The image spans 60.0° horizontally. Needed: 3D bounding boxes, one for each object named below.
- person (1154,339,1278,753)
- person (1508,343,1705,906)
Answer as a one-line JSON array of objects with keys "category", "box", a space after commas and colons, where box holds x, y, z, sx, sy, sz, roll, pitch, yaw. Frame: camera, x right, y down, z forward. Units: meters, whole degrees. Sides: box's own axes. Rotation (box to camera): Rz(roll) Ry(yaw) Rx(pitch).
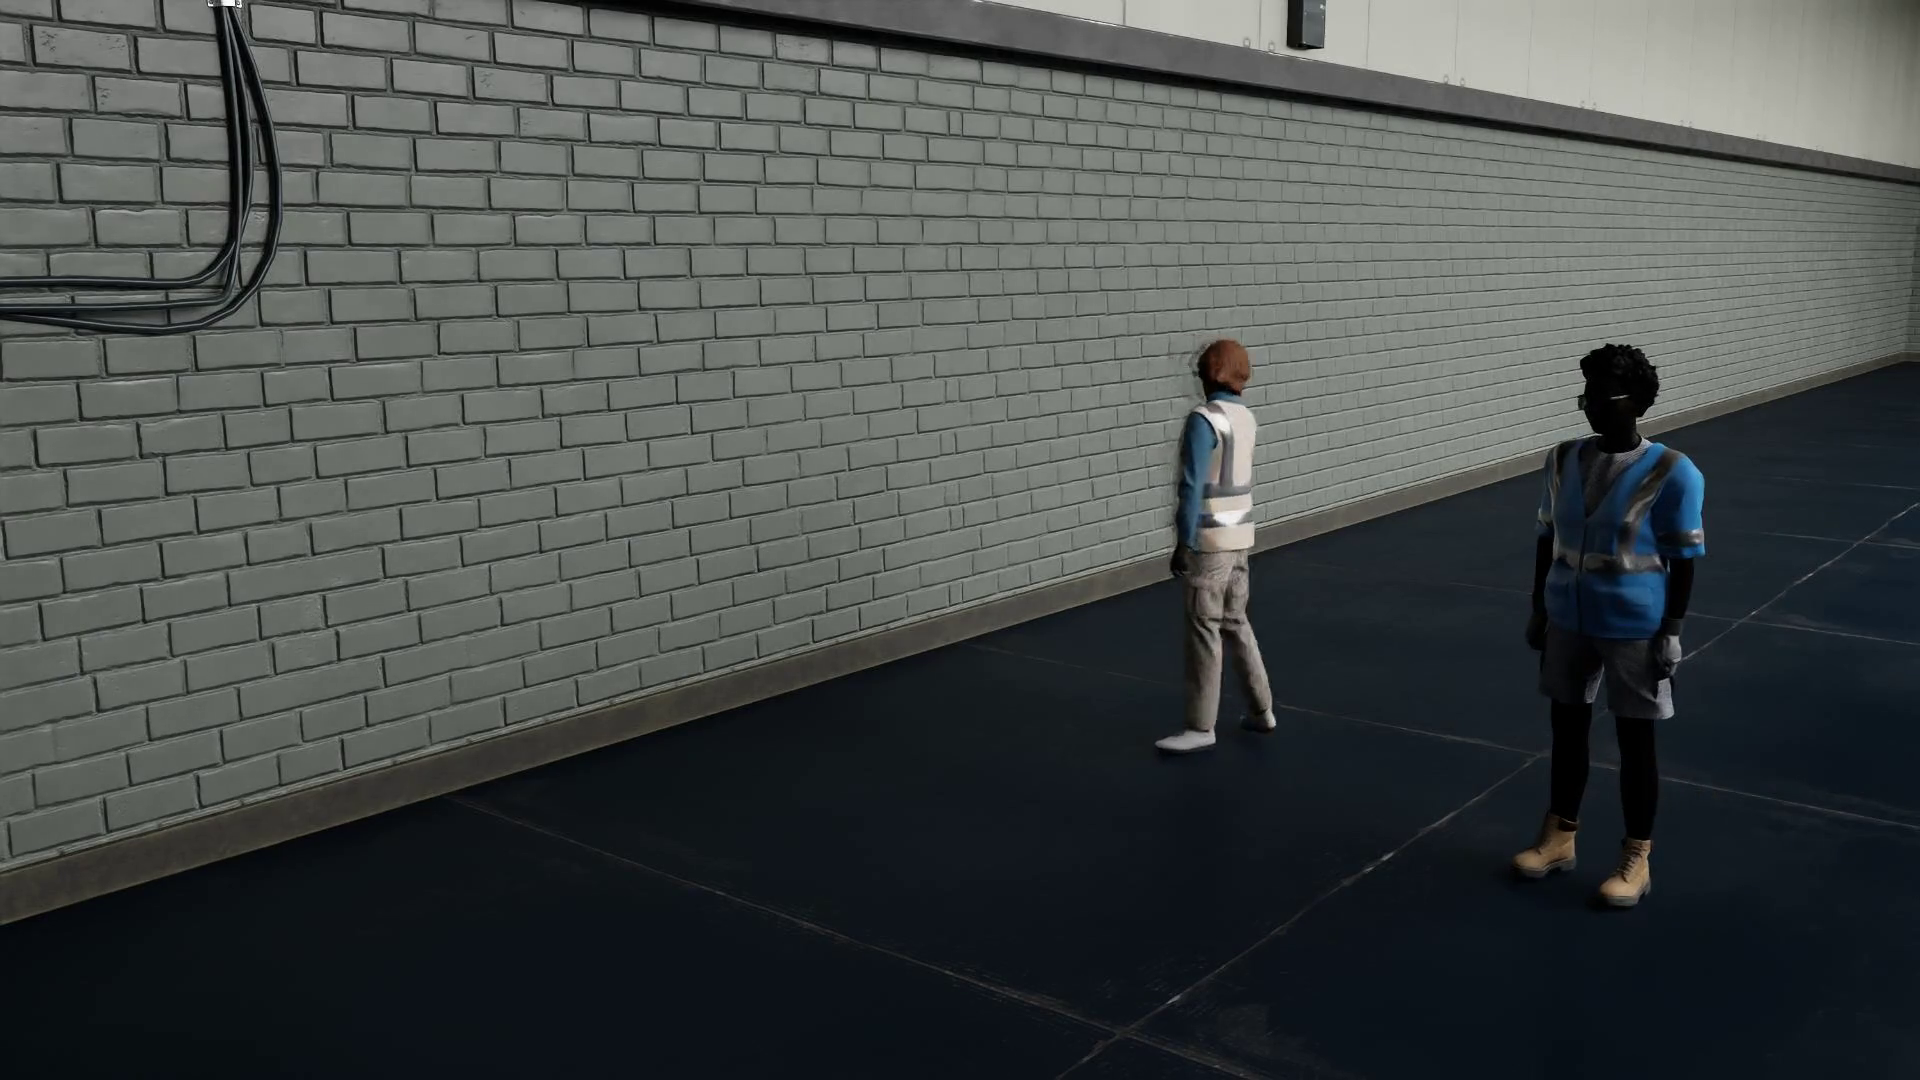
[{"category": "person", "box": [1.044, 0.028, 6.528, 0.424, 1.617, 0.599, 6, 12, 29]}, {"category": "person", "box": [1.961, 0.254, 5.055, 0.317, 1.695, 0.540, -7, 13, -35]}]
